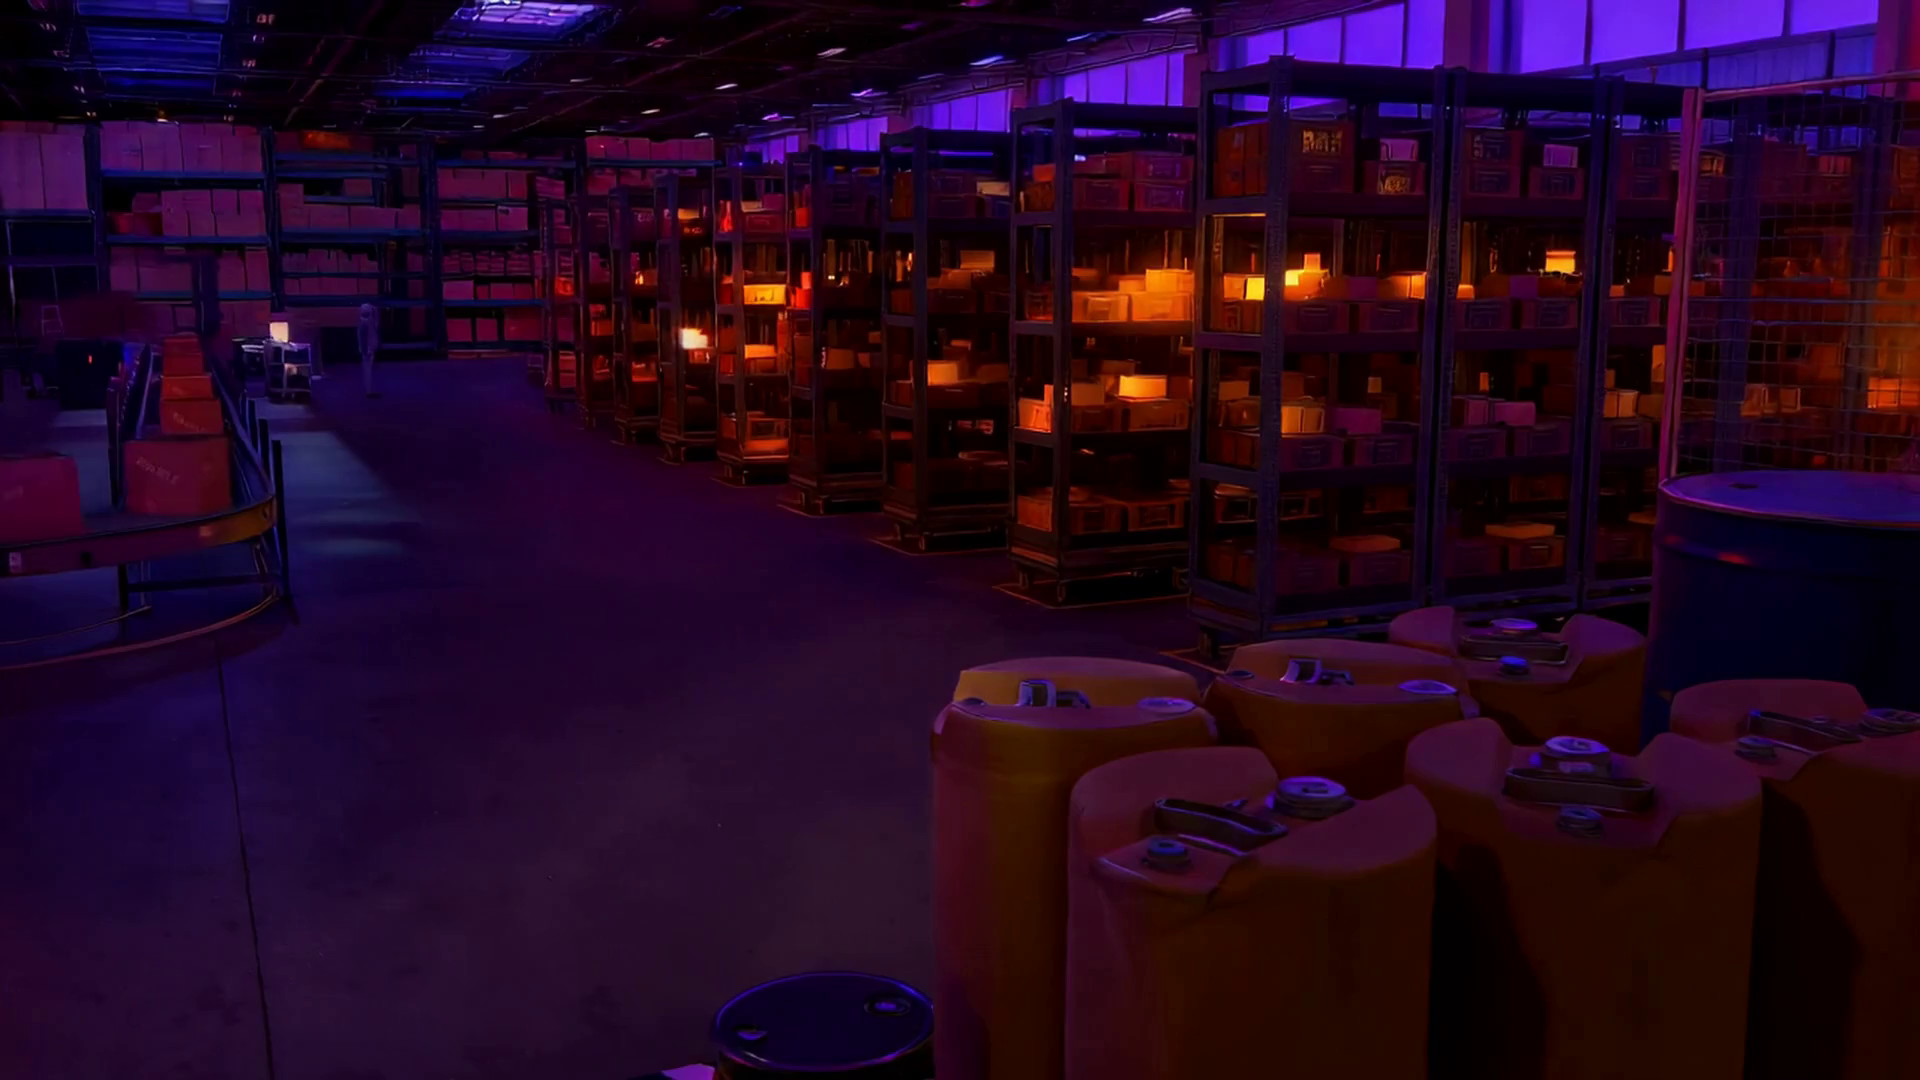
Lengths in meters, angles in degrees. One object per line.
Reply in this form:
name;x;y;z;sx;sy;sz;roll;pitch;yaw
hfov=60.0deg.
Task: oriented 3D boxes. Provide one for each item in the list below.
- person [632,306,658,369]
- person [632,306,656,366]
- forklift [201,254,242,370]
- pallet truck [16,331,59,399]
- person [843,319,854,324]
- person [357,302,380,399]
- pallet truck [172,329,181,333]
person;-5.959;-3.628;31.669;0.655;1.883;0.537;4;10;24
person;-7.103;-4.526;37.369;0.568;1.843;0.374;-2;9;-12
forklift;-17.960;-5.465;39.994;1.873;2.768;1.129;-4;10;-25
pallet truck;-17.082;-3.353;31.781;1.630;1.274;0.653;-4;10;-25
person;-3.018;-5.483;43.724;0.504;1.704;0.592;-1;9;-8
person;-11.279;-3.612;31.734;0.404;1.833;0.592;-2;9;-15
pallet truck;-17.275;-3.851;35.096;1.601;1.201;0.680;0;9;1
